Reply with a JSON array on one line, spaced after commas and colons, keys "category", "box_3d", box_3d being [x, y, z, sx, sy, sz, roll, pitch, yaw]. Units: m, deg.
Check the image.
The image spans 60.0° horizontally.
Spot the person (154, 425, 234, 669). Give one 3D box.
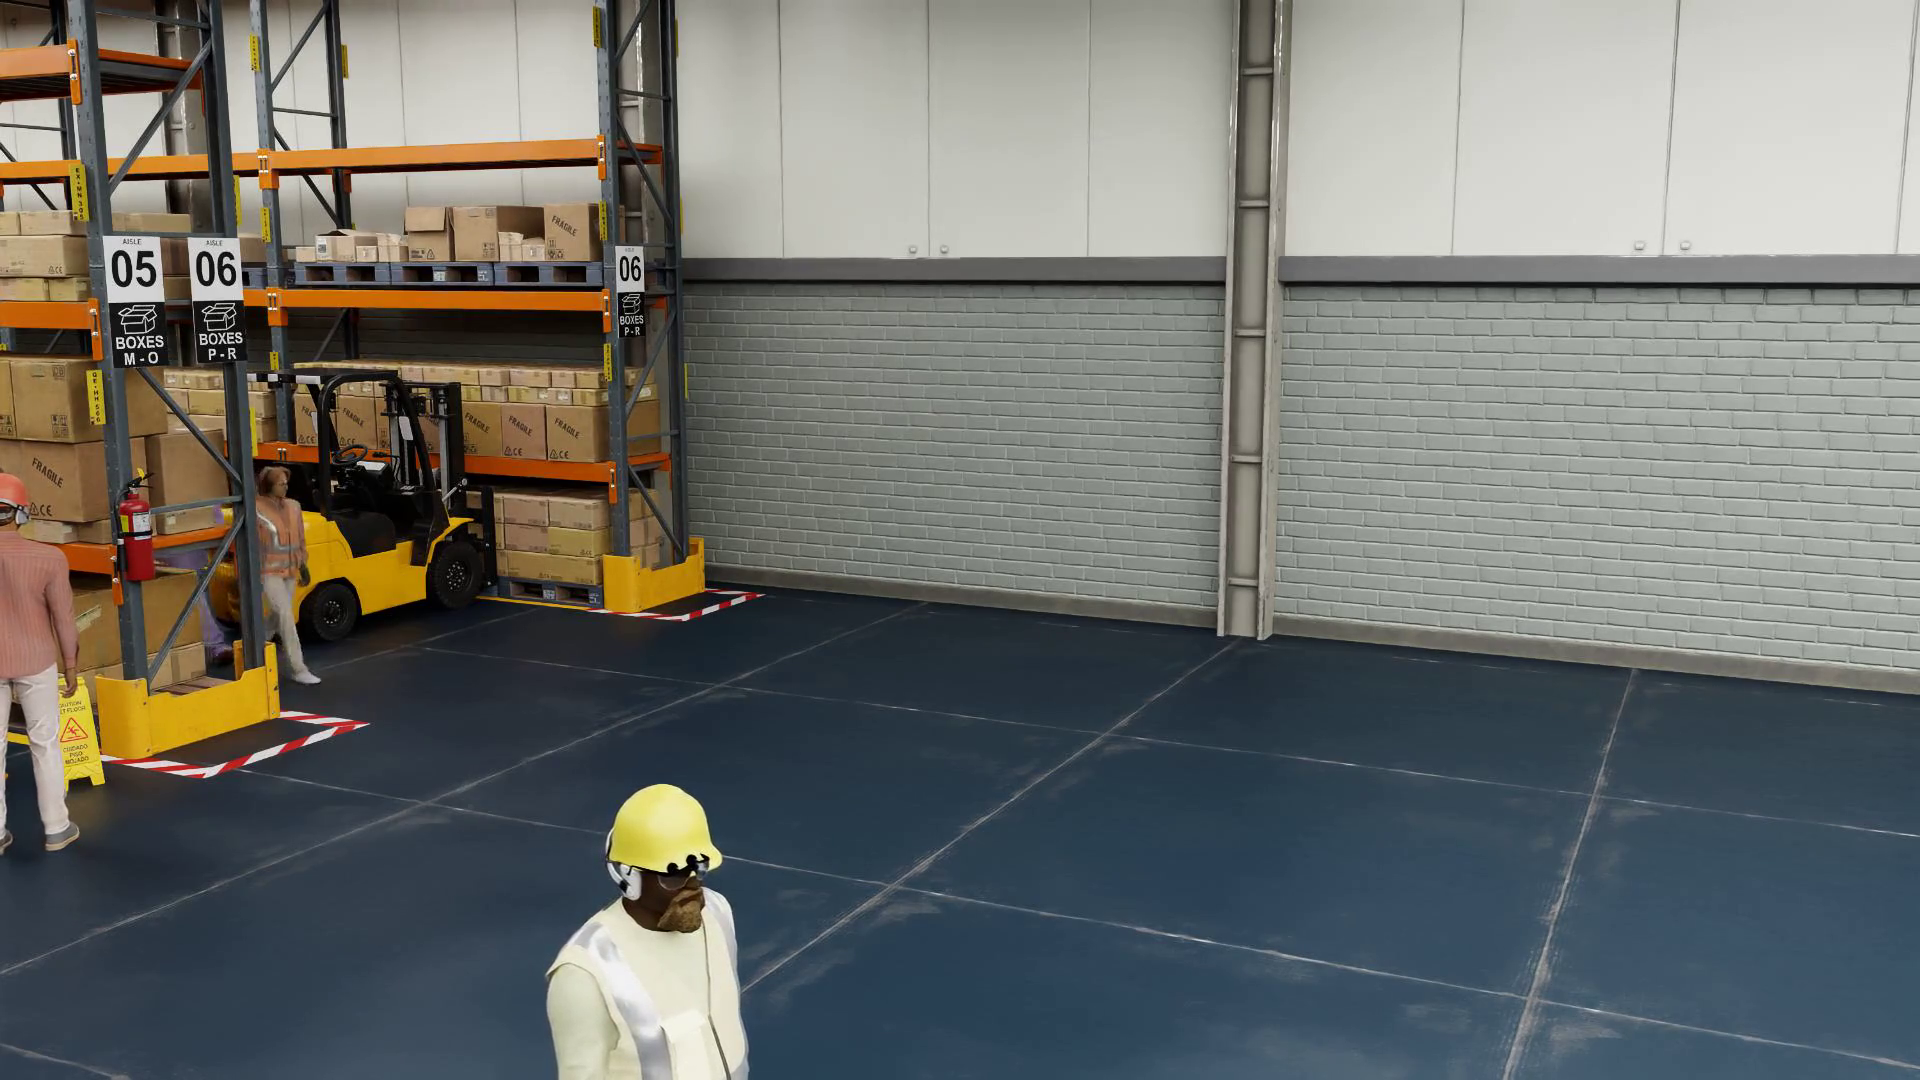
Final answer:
[{"category": "person", "box_3d": [-5.799, 0.060, 12.627, 1.005, 1.853, 0.661, 3, 10, 16]}]

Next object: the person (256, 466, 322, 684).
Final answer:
[{"category": "person", "box_3d": [-5.073, 0.242, 12.264, 0.800, 1.608, 0.512, 3, 10, 20]}]

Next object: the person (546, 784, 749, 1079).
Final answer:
[{"category": "person", "box_3d": [-0.714, 1.472, 4.034, 0.404, 1.829, 0.600, 5, 11, 28]}]

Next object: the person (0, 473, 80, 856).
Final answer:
[{"category": "person", "box_3d": [-4.904, 0.646, 8.638, 0.610, 1.986, 0.402, -4, 10, -21]}]
